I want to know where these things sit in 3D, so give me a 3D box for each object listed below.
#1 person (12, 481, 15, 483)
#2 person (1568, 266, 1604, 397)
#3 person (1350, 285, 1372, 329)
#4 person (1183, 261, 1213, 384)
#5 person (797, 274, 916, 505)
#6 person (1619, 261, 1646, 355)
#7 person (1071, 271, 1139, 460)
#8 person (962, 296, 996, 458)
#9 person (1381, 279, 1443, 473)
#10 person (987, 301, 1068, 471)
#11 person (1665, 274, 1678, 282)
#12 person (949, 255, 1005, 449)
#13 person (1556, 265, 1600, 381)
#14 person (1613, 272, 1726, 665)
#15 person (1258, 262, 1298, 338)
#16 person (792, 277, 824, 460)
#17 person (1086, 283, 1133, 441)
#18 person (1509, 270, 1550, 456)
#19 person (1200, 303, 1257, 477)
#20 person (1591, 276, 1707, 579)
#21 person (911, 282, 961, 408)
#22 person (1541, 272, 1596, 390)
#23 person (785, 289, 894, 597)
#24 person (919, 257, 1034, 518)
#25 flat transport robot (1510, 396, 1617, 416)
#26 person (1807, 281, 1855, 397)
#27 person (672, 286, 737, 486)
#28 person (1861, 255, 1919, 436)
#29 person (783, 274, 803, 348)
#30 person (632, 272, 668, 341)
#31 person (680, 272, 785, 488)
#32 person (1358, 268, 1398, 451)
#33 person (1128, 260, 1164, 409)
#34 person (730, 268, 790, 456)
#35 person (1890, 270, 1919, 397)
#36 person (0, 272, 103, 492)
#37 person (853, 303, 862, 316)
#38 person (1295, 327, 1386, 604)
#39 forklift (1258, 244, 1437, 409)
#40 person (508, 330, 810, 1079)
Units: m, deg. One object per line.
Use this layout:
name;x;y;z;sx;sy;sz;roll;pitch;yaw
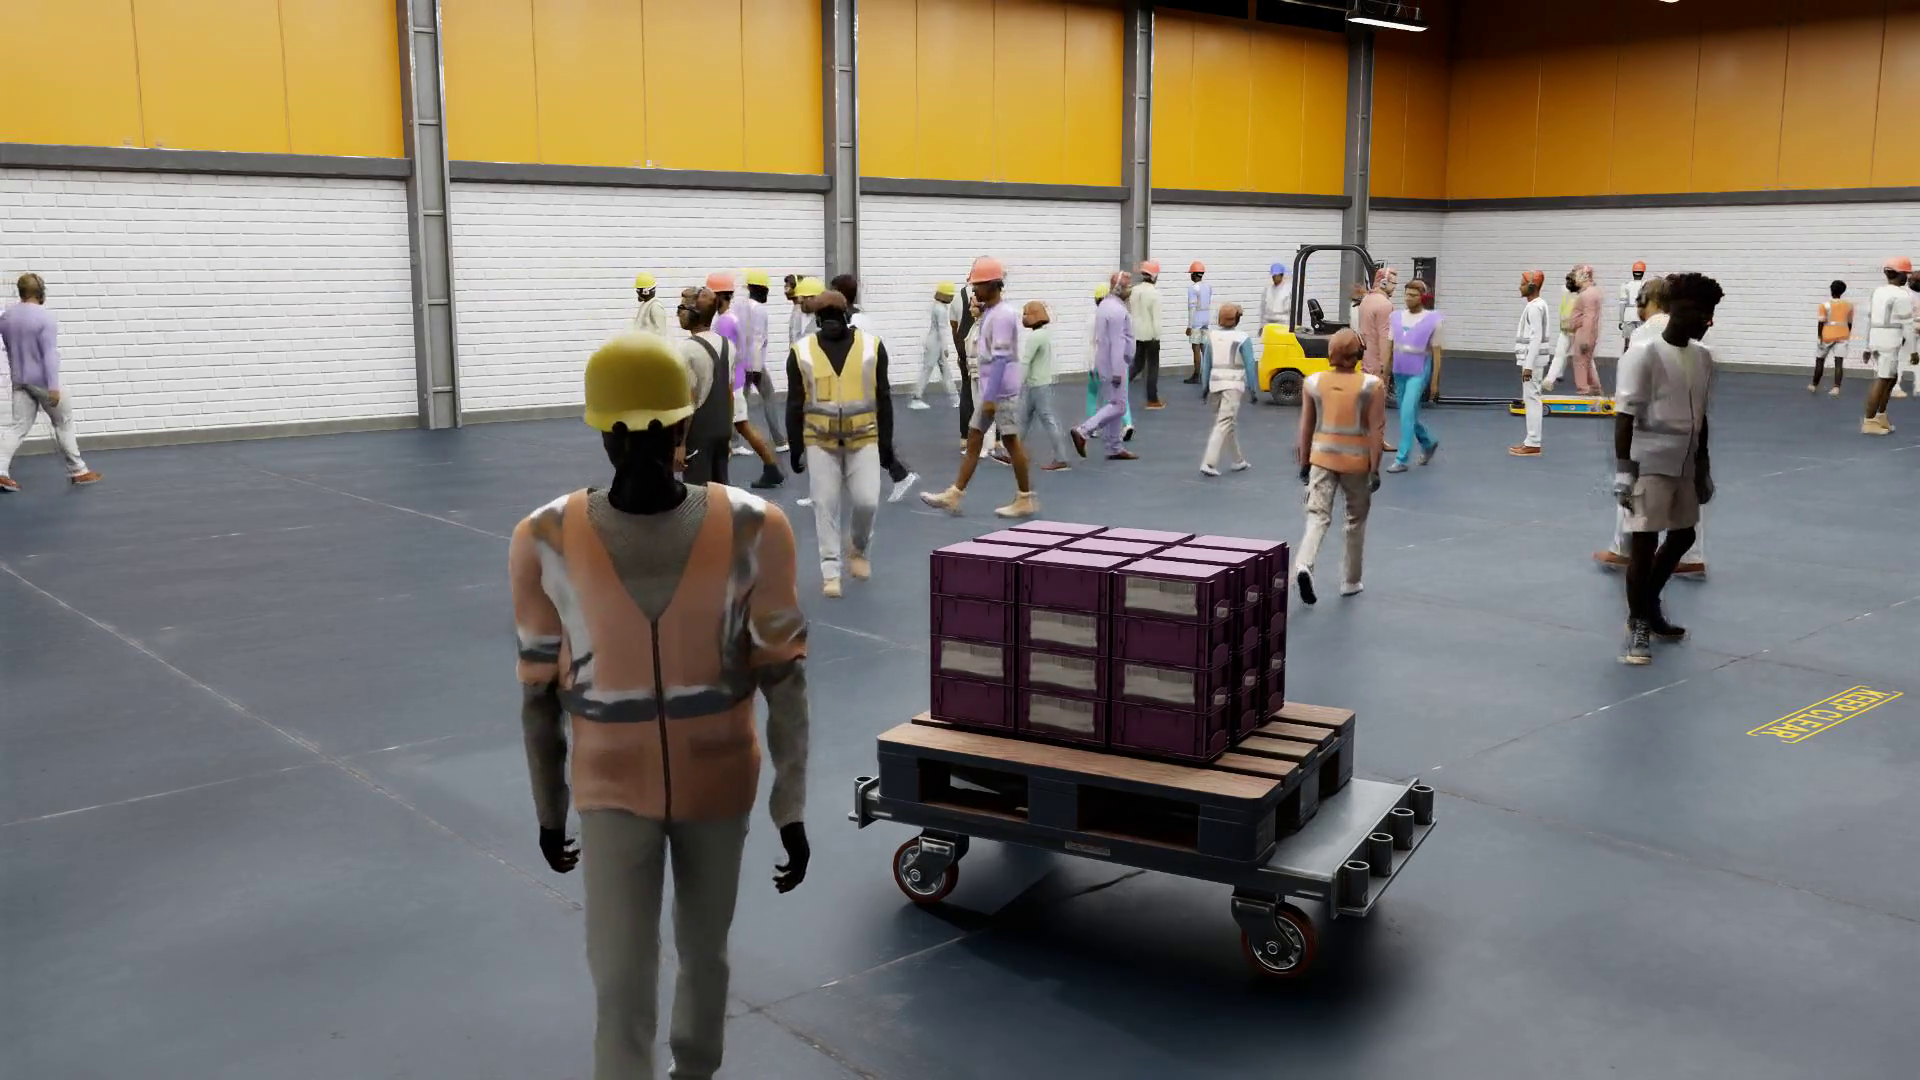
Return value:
person;-8.673;-1.279;14.421;0.532;1.737;0.758;2;10;9
person;8.524;-2.740;22.506;0.602;1.895;0.659;4;11;24
person;6.005;-3.020;24.957;0.500;1.586;0.872;-8;12;-38
person;3.764;-3.447;26.419;0.372;1.939;0.544;9;13;42
person;-0.835;-1.211;13.503;0.925;1.891;0.587;-1;10;-6
person;11.417;-3.734;28.097;0.543;1.939;0.361;4;10;21
person;1.446;-1.702;16.369;0.634;1.883;0.645;-1;10;-7
person;0.214;-1.644;16.739;0.309;1.641;0.512;-3;10;-18
person;4.327;-1.559;15.758;0.856;1.816;0.576;-7;12;-35
person;0.653;-1.447;15.717;0.836;1.589;0.521;2;10;14
person;8.823;-2.382;20.578;0.509;1.826;1.010;7;12;35
person;0.257;-1.982;17.546;0.688;2.000;0.536;8;13;40
person;9.861;-3.450;26.627;0.658;1.870;0.900;0;10;1
person;3.537;-0.373;8.425;0.825;1.940;0.472;-5;11;-29
person;4.919;-3.307;25.628;0.613;1.927;0.569;8;12;39
person;-1.420;-1.688;16.467;0.632;1.815;0.521;9;13;43
person;1.635;-1.962;18.338;0.523;1.729;0.866;-4;10;-21
person;5.789;-1.786;16.856;0.349;1.882;0.577;4;11;23
person;2.475;-1.392;15.391;0.849;1.599;0.537;-9;13;-42
person;4.413;-0.711;10.524;0.648;1.888;0.853;-7;12;-34
person;-0.245;-2.570;22.002;0.874;1.674;0.530;0;10;0
person;9.215;-3.127;25.005;1.003;1.788;0.648;-3;10;-15
person;-0.723;-0.582;10.009;0.648;1.832;0.455;-1;10;-4
person;0.149;-1.147;12.753;0.922;1.999;0.630;-2;10;-12
flat transport robot;7.755;-1.714;21.146;1.431;0.197;0.652;3;10;17
person;12.670;-2.930;24.188;0.546;1.653;0.829;1;10;5
person;-1.544;-0.596;9.997;0.338;1.846;0.514;5;11;28
person;10.512;-2.173;18.703;0.680;2.017;0.633;0;10;-3
person;-1.633;-1.908;17.720;0.641;1.843;0.515;-2;10;-11
person;-3.666;-2.239;19.669;0.404;1.829;0.591;-5;11;-25
person;-1.986;-1.366;14.387;0.976;1.895;0.559;-2;10;-12
person;4.374;-1.877;17.349;0.399;1.900;0.642;-1;10;-6
person;2.401;-2.692;21.894;0.716;1.979;0.626;-8;13;-40
person;-2.012;-1.802;16.929;0.903;1.886;0.620;-6;11;-32
person;13.630;-2.920;23.689;0.655;1.816;0.713;-4;10;-21
person;-8.013;-1.363;14.388;0.641;1.891;1.019;3;10;20
person;-1.521;-2.620;22.307;0.379;1.680;0.554;-6;11;-30
person;2.196;-0.431;9.696;0.516;1.617;0.747;5;11;29
forklift;5.256;-2.933;22.661;2.313;2.155;1.214;3;10;16
person;-0.609;0.514;3.422;0.594;1.874;0.974;-2;10;-11
